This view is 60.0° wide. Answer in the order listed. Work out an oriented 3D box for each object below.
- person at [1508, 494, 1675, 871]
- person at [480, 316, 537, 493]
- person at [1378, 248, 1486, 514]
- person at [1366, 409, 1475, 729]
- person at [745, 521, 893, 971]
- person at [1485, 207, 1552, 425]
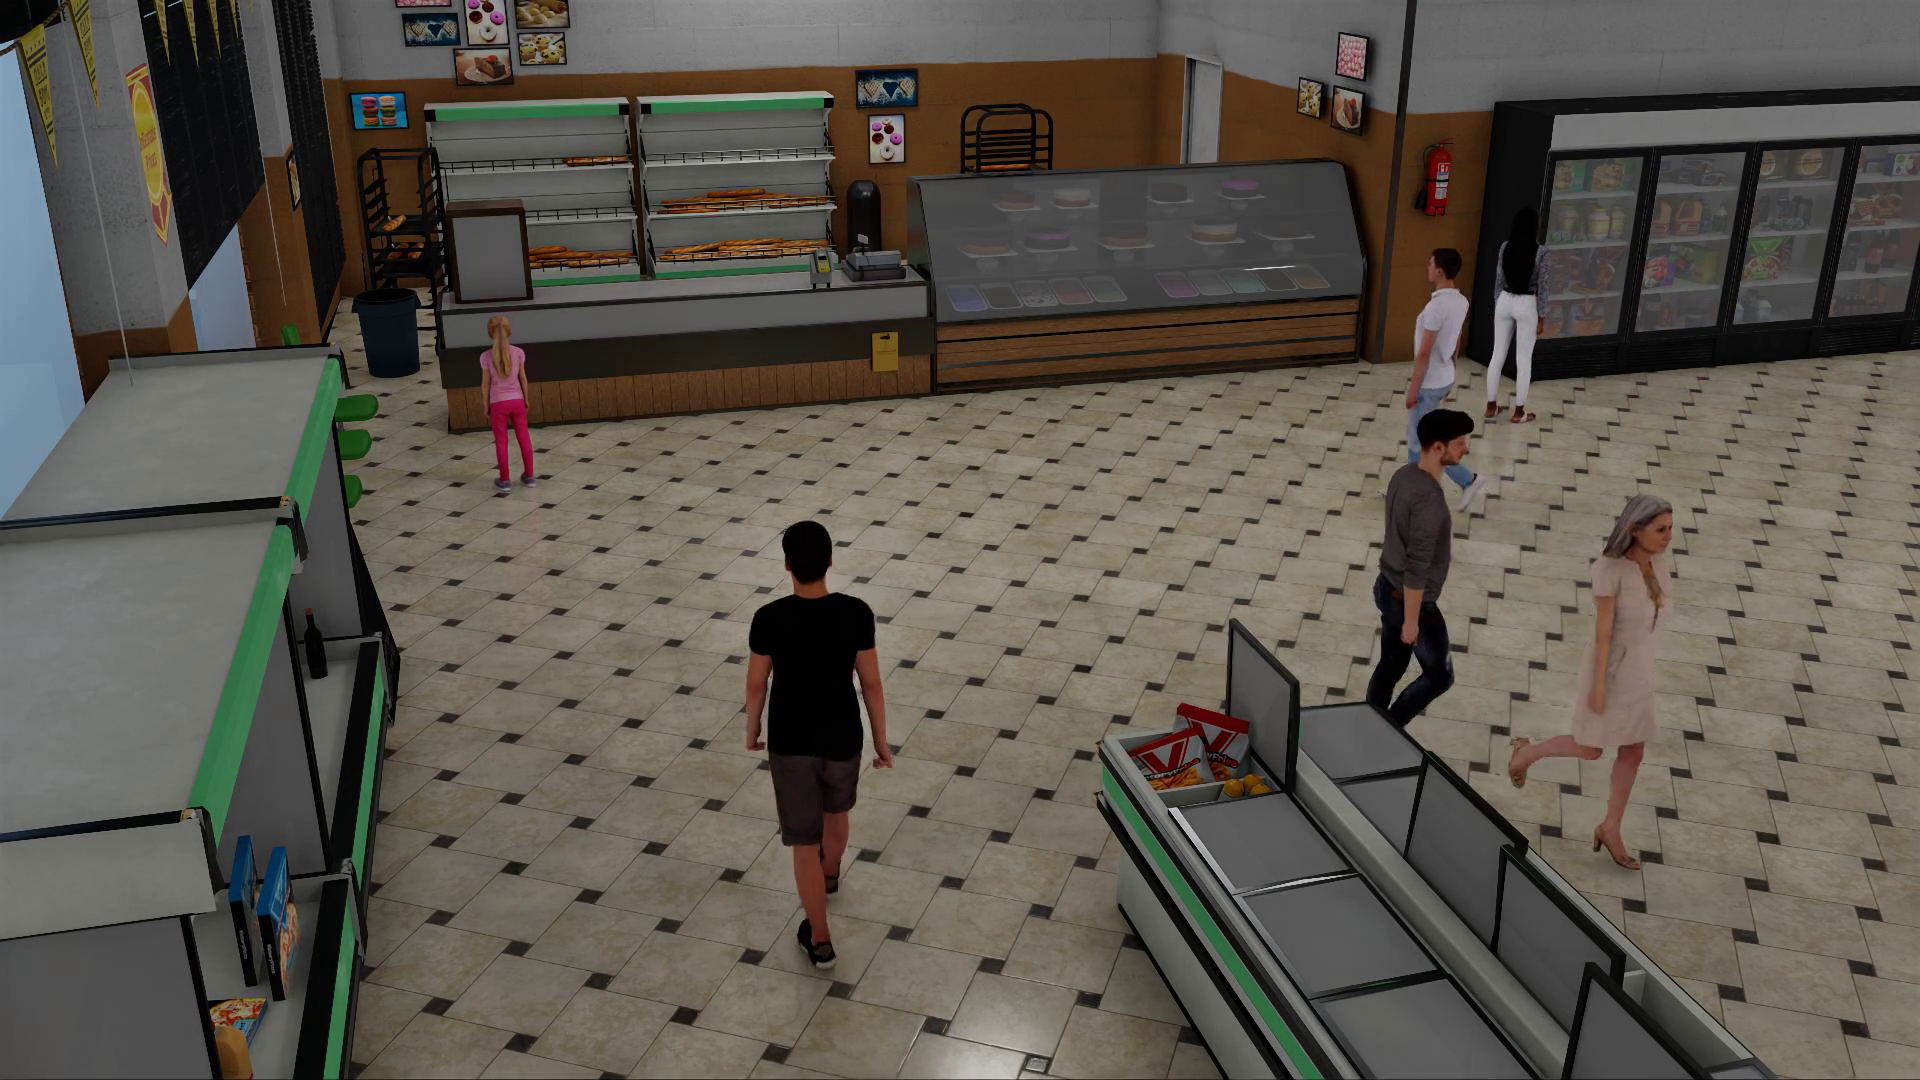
[{"bbox_3d":[2.818,0.602,7.372,0.757,1.713,1.044,-13,25,-29],"label":"person"},{"bbox_3d":[-3.245,-0.988,11.922,0.522,1.271,0.542,-12,25,-27],"label":"person"},{"bbox_3d":[3.281,-1.036,11.291,1.120,1.831,1.039,14,26,31],"label":"person"},{"bbox_3d":[2.055,0.281,7.937,0.838,1.887,0.671,-1,22,-3],"label":"person"},{"bbox_3d":[-0.562,0.850,6.594,0.710,1.832,0.999,-6,23,-15],"label":"person"},{"bbox_3d":[4.484,-1.813,13.368,0.613,1.722,0.726,20,29,40],"label":"person"}]
